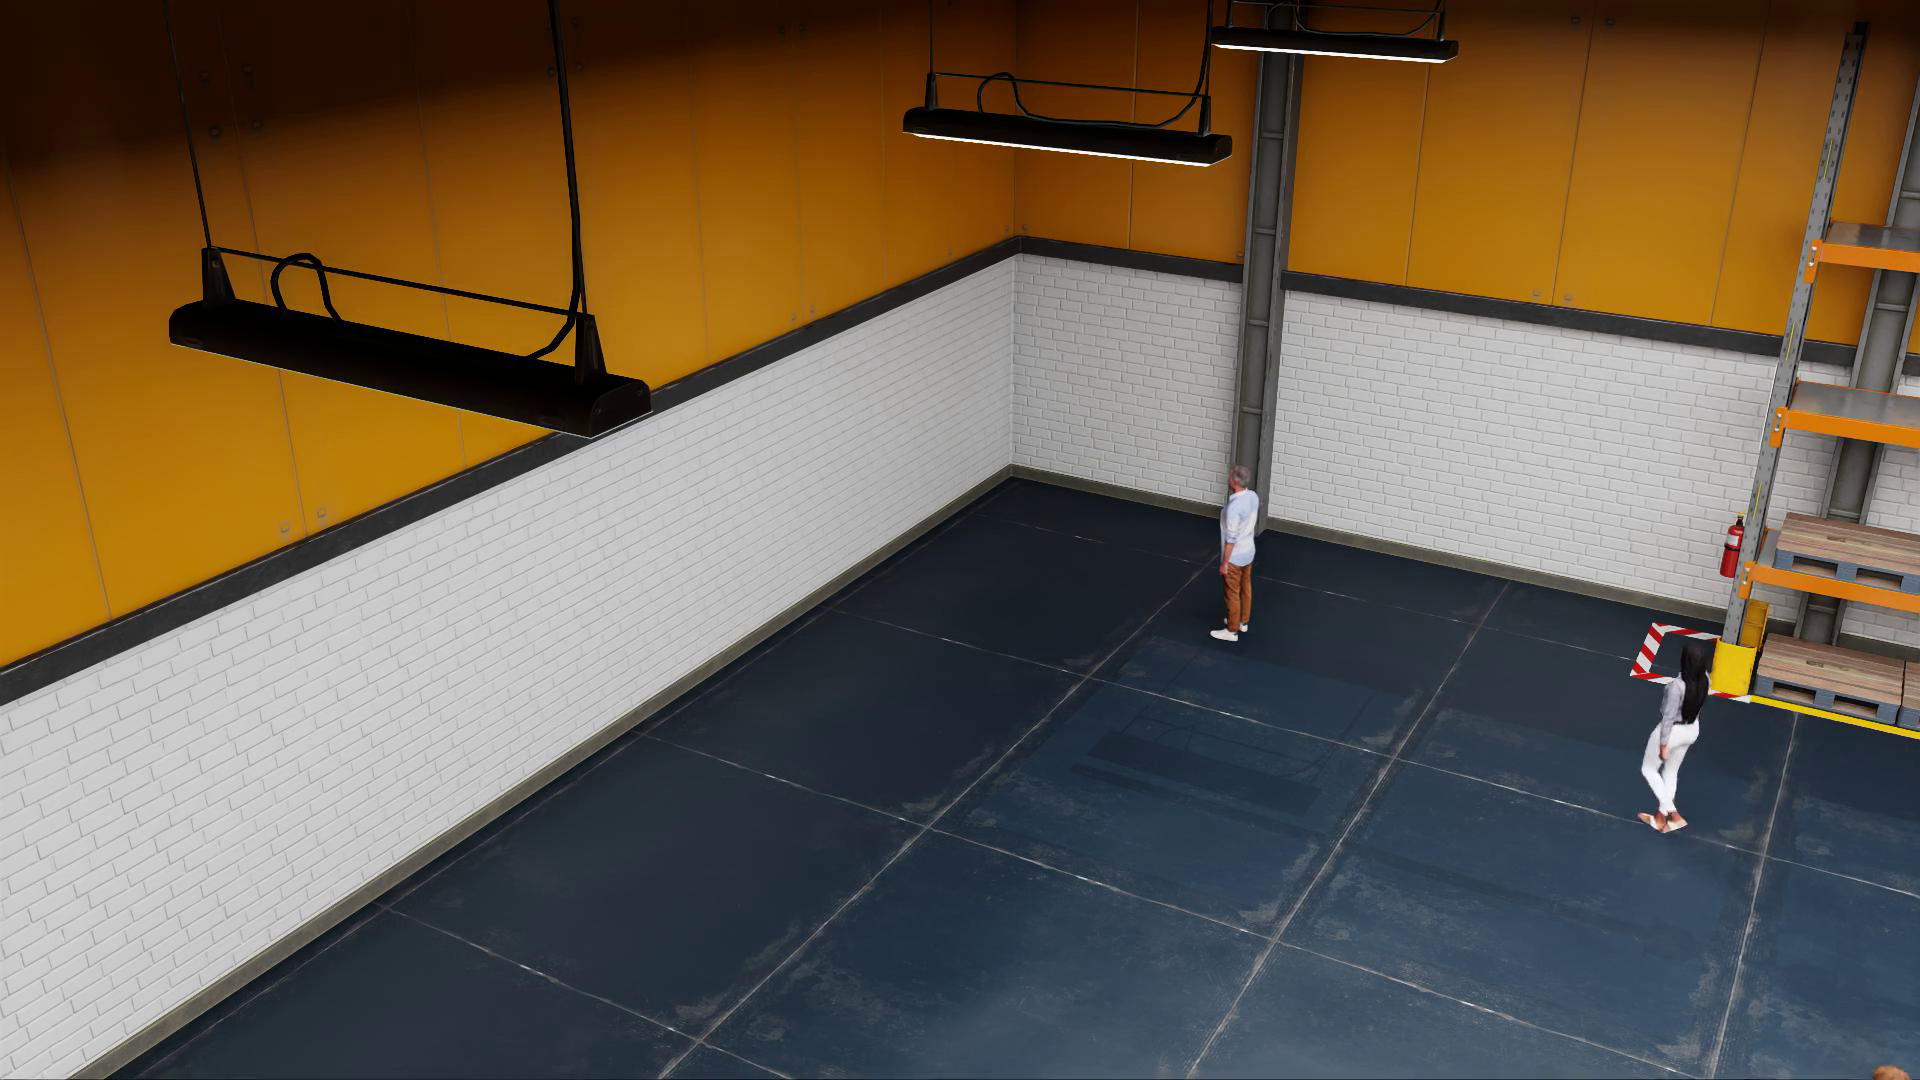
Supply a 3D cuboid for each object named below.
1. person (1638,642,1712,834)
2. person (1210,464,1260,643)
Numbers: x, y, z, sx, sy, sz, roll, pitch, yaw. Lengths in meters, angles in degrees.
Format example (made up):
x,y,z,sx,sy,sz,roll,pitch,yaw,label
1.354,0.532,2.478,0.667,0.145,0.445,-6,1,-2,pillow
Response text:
x,y,z,sx,sy,sz,roll,pitch,yaw,label
5.746,1.615,13.222,0.810,1.712,0.885,-10,25,-21,person
2.760,0.118,16.503,0.606,1.827,0.702,16,28,33,person
